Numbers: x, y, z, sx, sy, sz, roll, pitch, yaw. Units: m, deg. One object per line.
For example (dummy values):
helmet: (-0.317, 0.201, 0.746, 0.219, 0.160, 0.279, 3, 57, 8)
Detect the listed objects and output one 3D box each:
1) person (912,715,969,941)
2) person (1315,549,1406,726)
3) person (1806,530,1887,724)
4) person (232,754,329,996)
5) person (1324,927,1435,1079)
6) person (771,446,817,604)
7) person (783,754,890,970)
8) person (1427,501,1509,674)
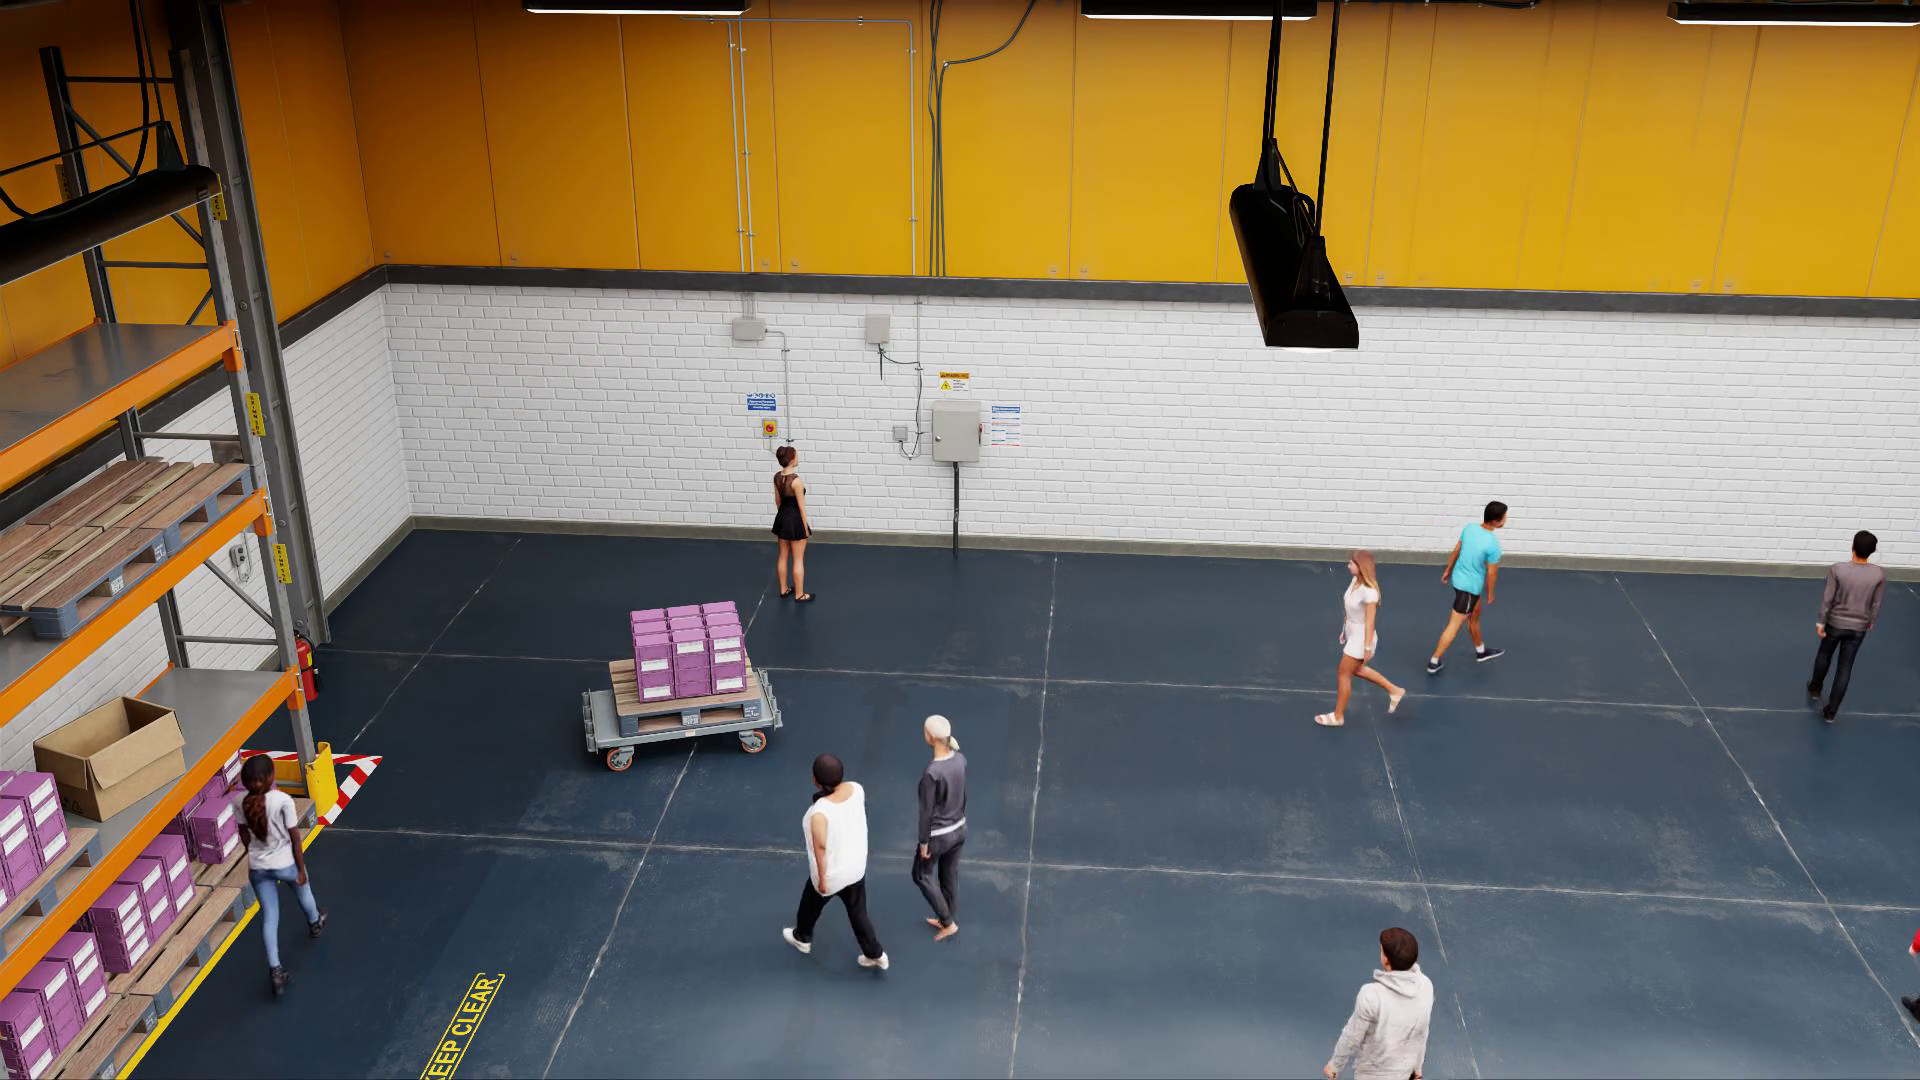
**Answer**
person: (-0.059, 2.075, 11.729, 0.877, 1.704, 0.811, 18, 30, 36)
person: (3.575, 0.866, 14.536, 0.717, 1.670, 0.998, -2, 24, -4)
person: (7.796, 0.793, 14.610, 0.816, 1.744, 0.993, 7, 25, 17)
person: (-4.681, 2.280, 11.293, 0.687, 1.676, 1.132, -1, 24, -1)
person: (2.435, 3.057, 9.343, 1.152, 1.816, 1.308, -13, 27, -28)
person: (-1.720, -0.173, 16.909, 0.679, 1.673, 0.724, 20, 30, 38)
person: (-0.803, 2.246, 11.405, 1.109, 1.649, 1.137, 18, 30, 36)
person: (4.640, 0.453, 15.419, 0.989, 1.720, 1.072, -11, 26, -23)
